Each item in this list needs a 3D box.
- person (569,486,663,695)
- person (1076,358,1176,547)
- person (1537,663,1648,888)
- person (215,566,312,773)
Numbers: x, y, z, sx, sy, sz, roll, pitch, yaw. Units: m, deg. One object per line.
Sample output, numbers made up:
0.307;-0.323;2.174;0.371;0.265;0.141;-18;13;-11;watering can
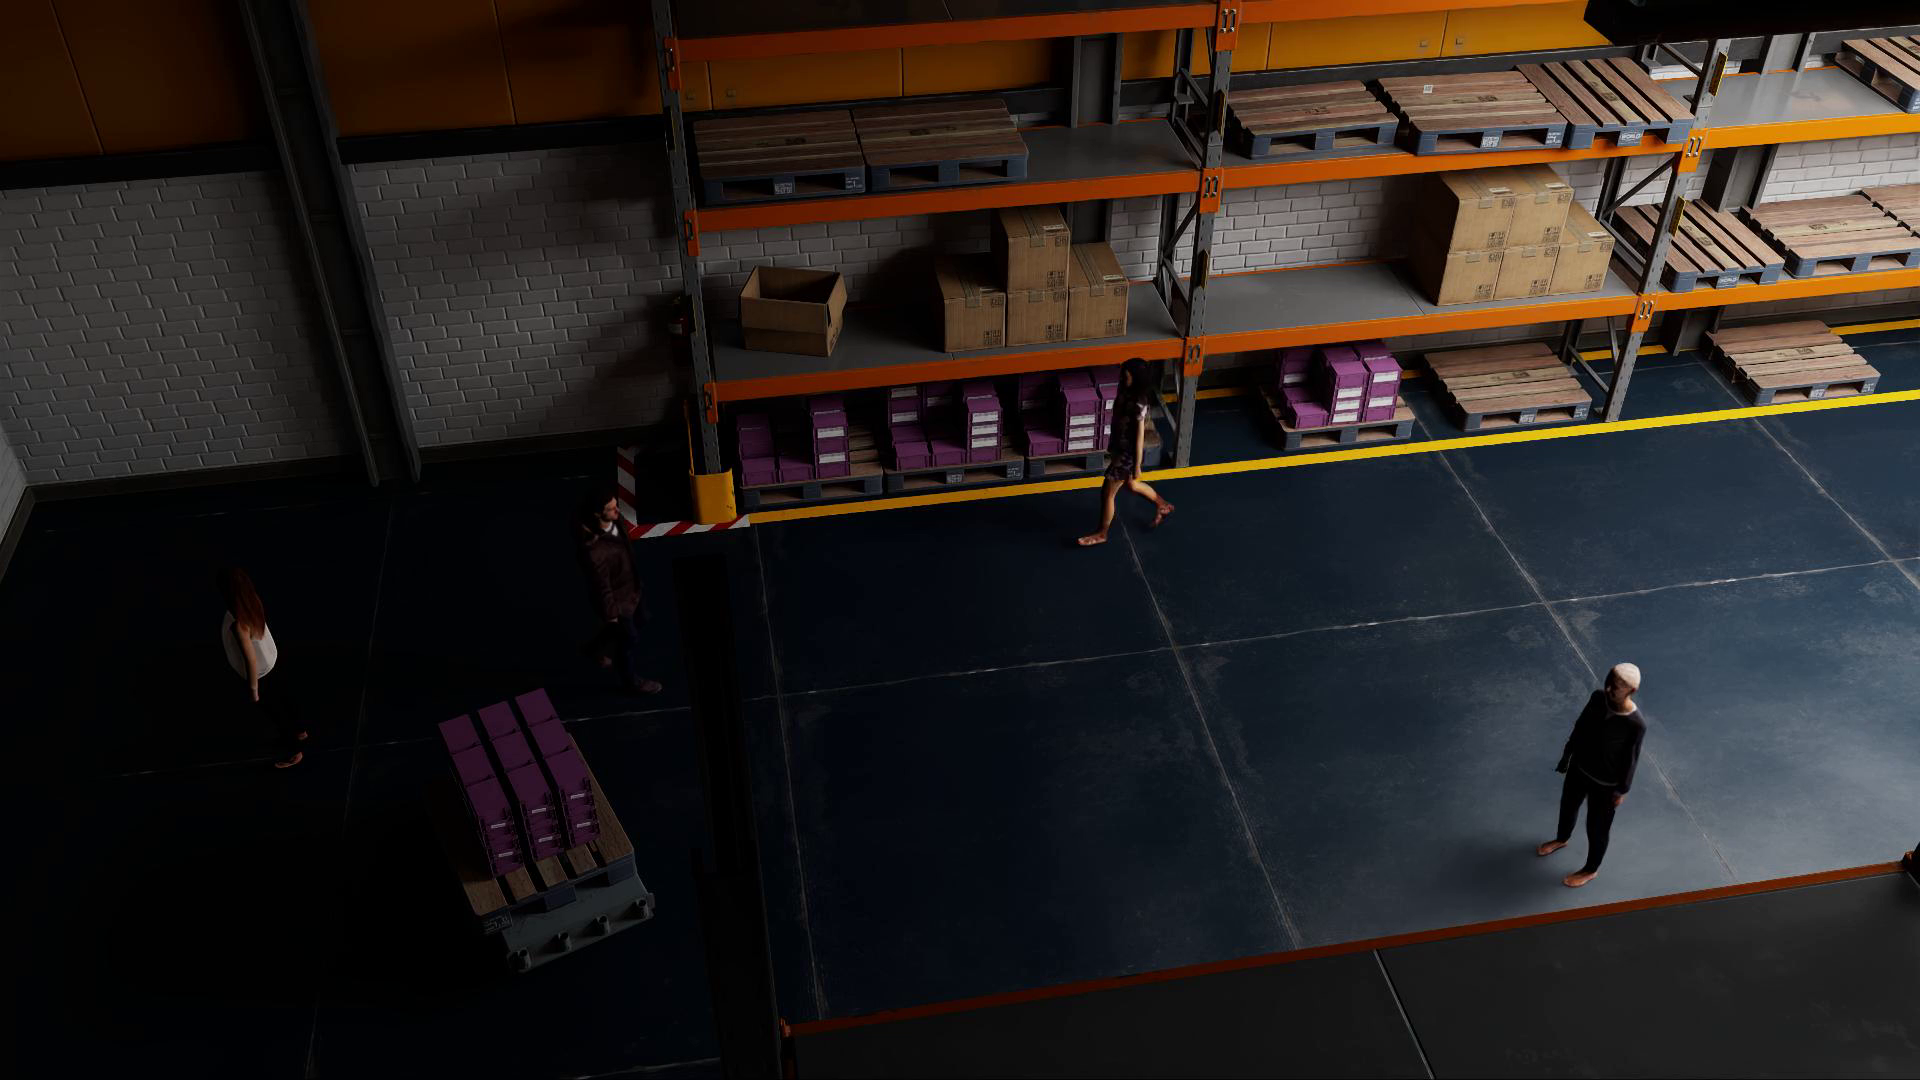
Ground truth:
-2.506;0.349;11.727;0.944;1.831;0.867;3;39;4;person
1.383;-0.688;13.126;1.088;1.705;0.662;-9;40;-11;person
4.036;1.422;10.471;0.654;1.721;0.696;-19;42;-23;person
-4.689;0.851;11.186;0.503;1.722;0.583;-4;39;-6;person
